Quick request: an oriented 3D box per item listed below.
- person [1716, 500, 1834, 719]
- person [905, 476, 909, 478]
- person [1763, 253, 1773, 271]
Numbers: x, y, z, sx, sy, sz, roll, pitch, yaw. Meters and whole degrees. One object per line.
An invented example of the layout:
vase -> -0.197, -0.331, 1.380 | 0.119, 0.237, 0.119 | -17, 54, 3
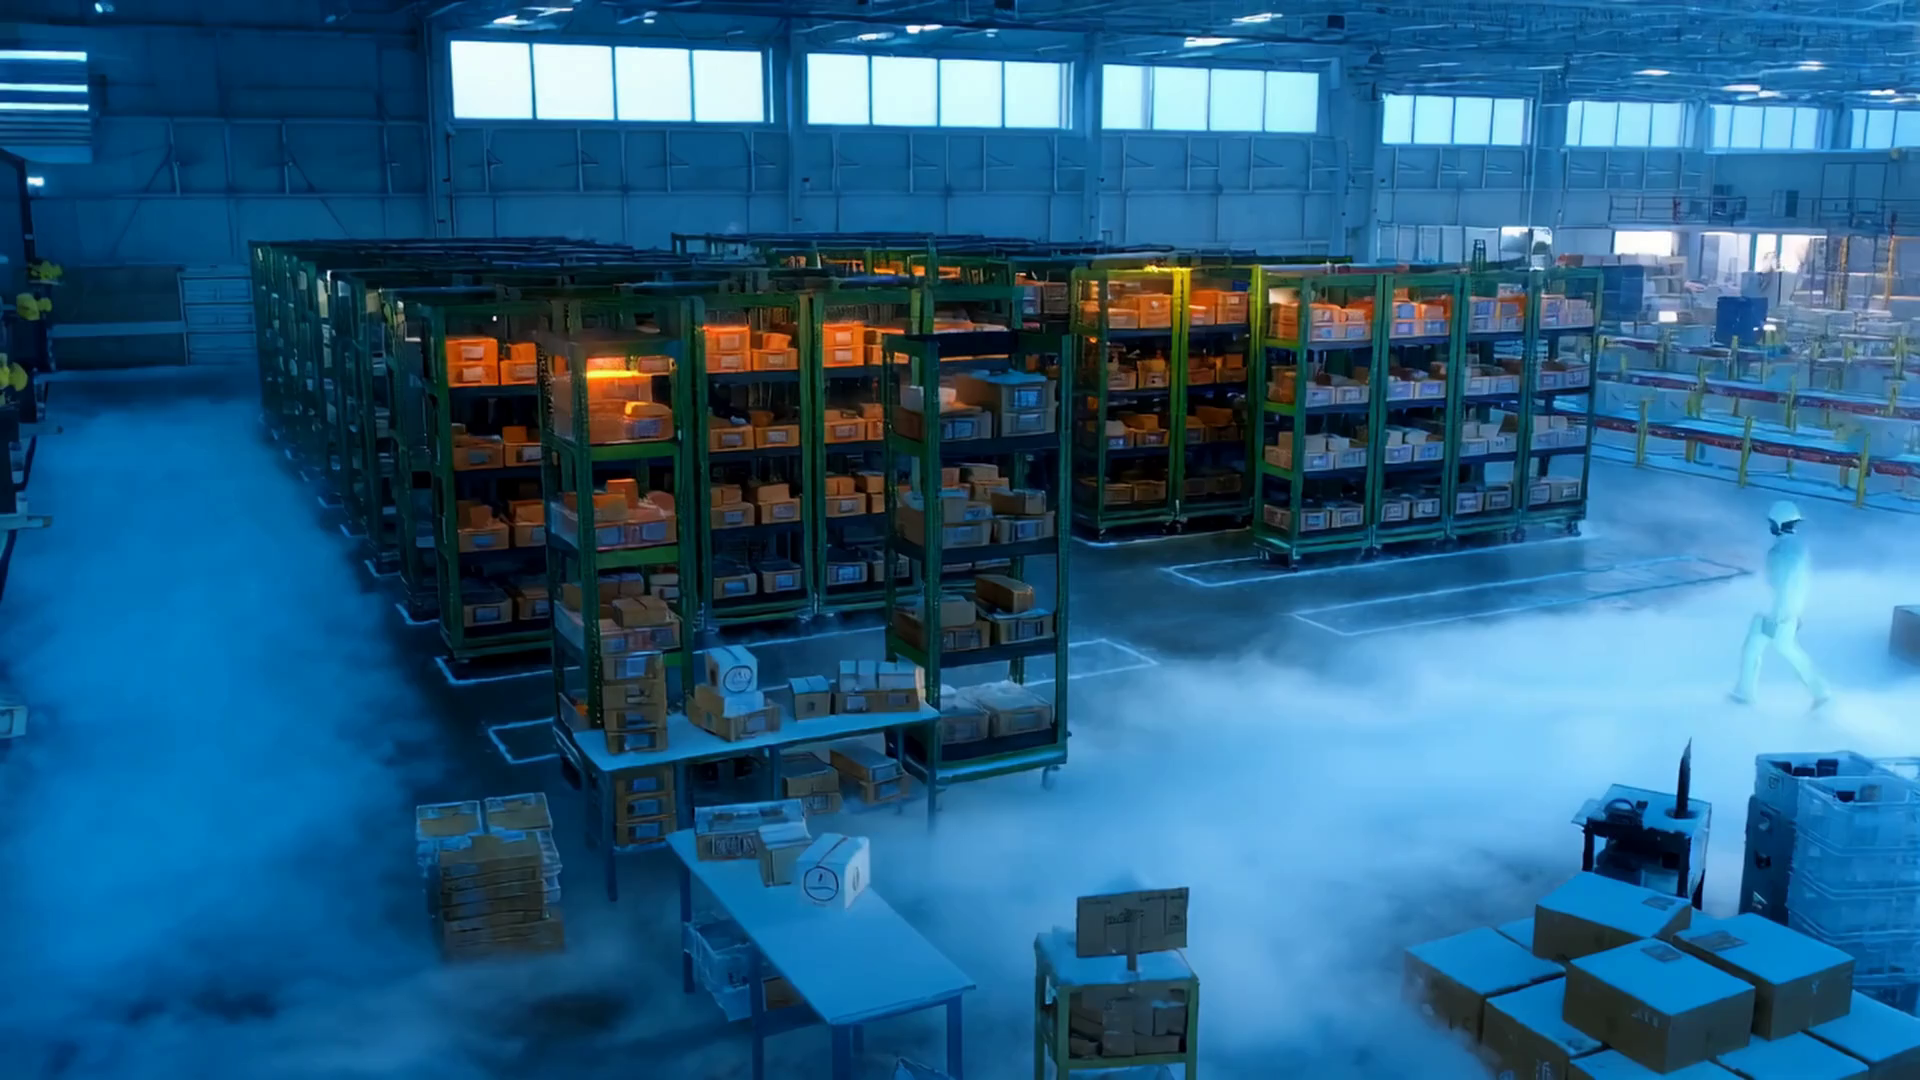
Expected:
person -> 7.355, 0.619, 14.803 | 0.630, 1.958, 0.963 | -9, 15, -35
person -> -1.031, -1.035, 22.857 | 0.615, 1.809, 0.596 | -6, 13, -26
person -> 34.369, -11.333, 71.044 | 0.528, 1.807, 0.881 | -4, 13, -19
